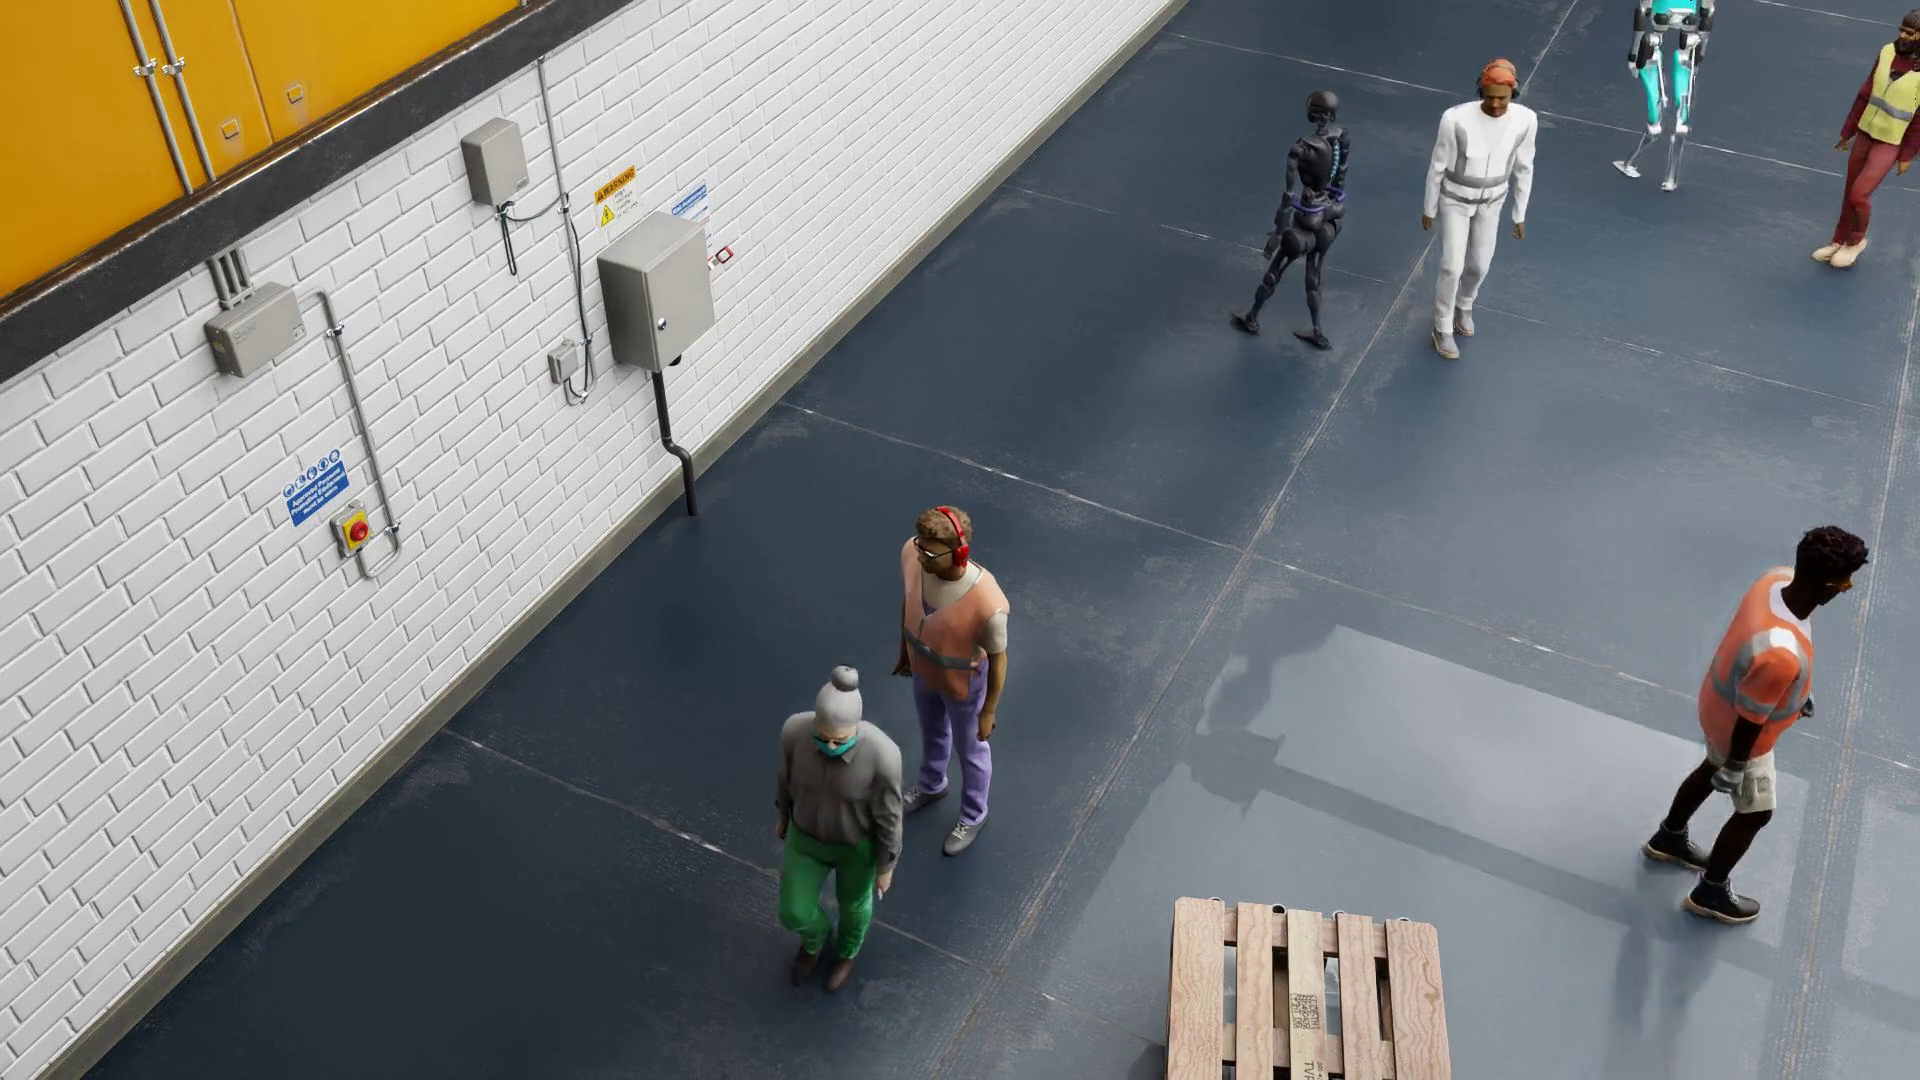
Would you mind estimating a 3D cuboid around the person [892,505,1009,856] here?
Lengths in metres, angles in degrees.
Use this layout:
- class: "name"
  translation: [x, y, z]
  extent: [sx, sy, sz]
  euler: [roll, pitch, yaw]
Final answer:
- class: "person"
  translation: [-0.032, 0.571, 6.968]
  extent: [0.392, 1.847, 0.563]
  euler: [-32, 50, -31]

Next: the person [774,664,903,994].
- class: "person"
  translation: [-0.472, 1.136, 6.322]
  extent: [0.540, 1.830, 0.458]
  euler: [11, 42, 12]

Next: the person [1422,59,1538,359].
- class: "person"
  translation: [3.060, -1.973, 9.897]
  extent: [0.607, 1.865, 0.462]
  euler: [-2, 41, -2]

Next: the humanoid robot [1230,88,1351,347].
- class: "humanoid robot"
  translation: [2.074, -1.954, 10.044]
  extent: [0.608, 1.629, 0.649]
  euler: [-28, 48, -29]

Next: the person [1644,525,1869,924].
- class: "person"
  translation: [3.241, 0.730, 6.712]
  extent: [0.511, 1.939, 0.624]
  euler: [11, 42, 12]

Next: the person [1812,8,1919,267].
- class: "person"
  translation: [5.880, -2.552, 10.660]
  extent: [0.457, 1.752, 0.496]
  euler: [-14, 43, -16]

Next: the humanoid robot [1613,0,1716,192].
- class: "humanoid robot"
  translation: [4.931, -3.259, 11.503]
  extent: [0.573, 1.789, 0.830]
  euler: [4, 41, 4]
